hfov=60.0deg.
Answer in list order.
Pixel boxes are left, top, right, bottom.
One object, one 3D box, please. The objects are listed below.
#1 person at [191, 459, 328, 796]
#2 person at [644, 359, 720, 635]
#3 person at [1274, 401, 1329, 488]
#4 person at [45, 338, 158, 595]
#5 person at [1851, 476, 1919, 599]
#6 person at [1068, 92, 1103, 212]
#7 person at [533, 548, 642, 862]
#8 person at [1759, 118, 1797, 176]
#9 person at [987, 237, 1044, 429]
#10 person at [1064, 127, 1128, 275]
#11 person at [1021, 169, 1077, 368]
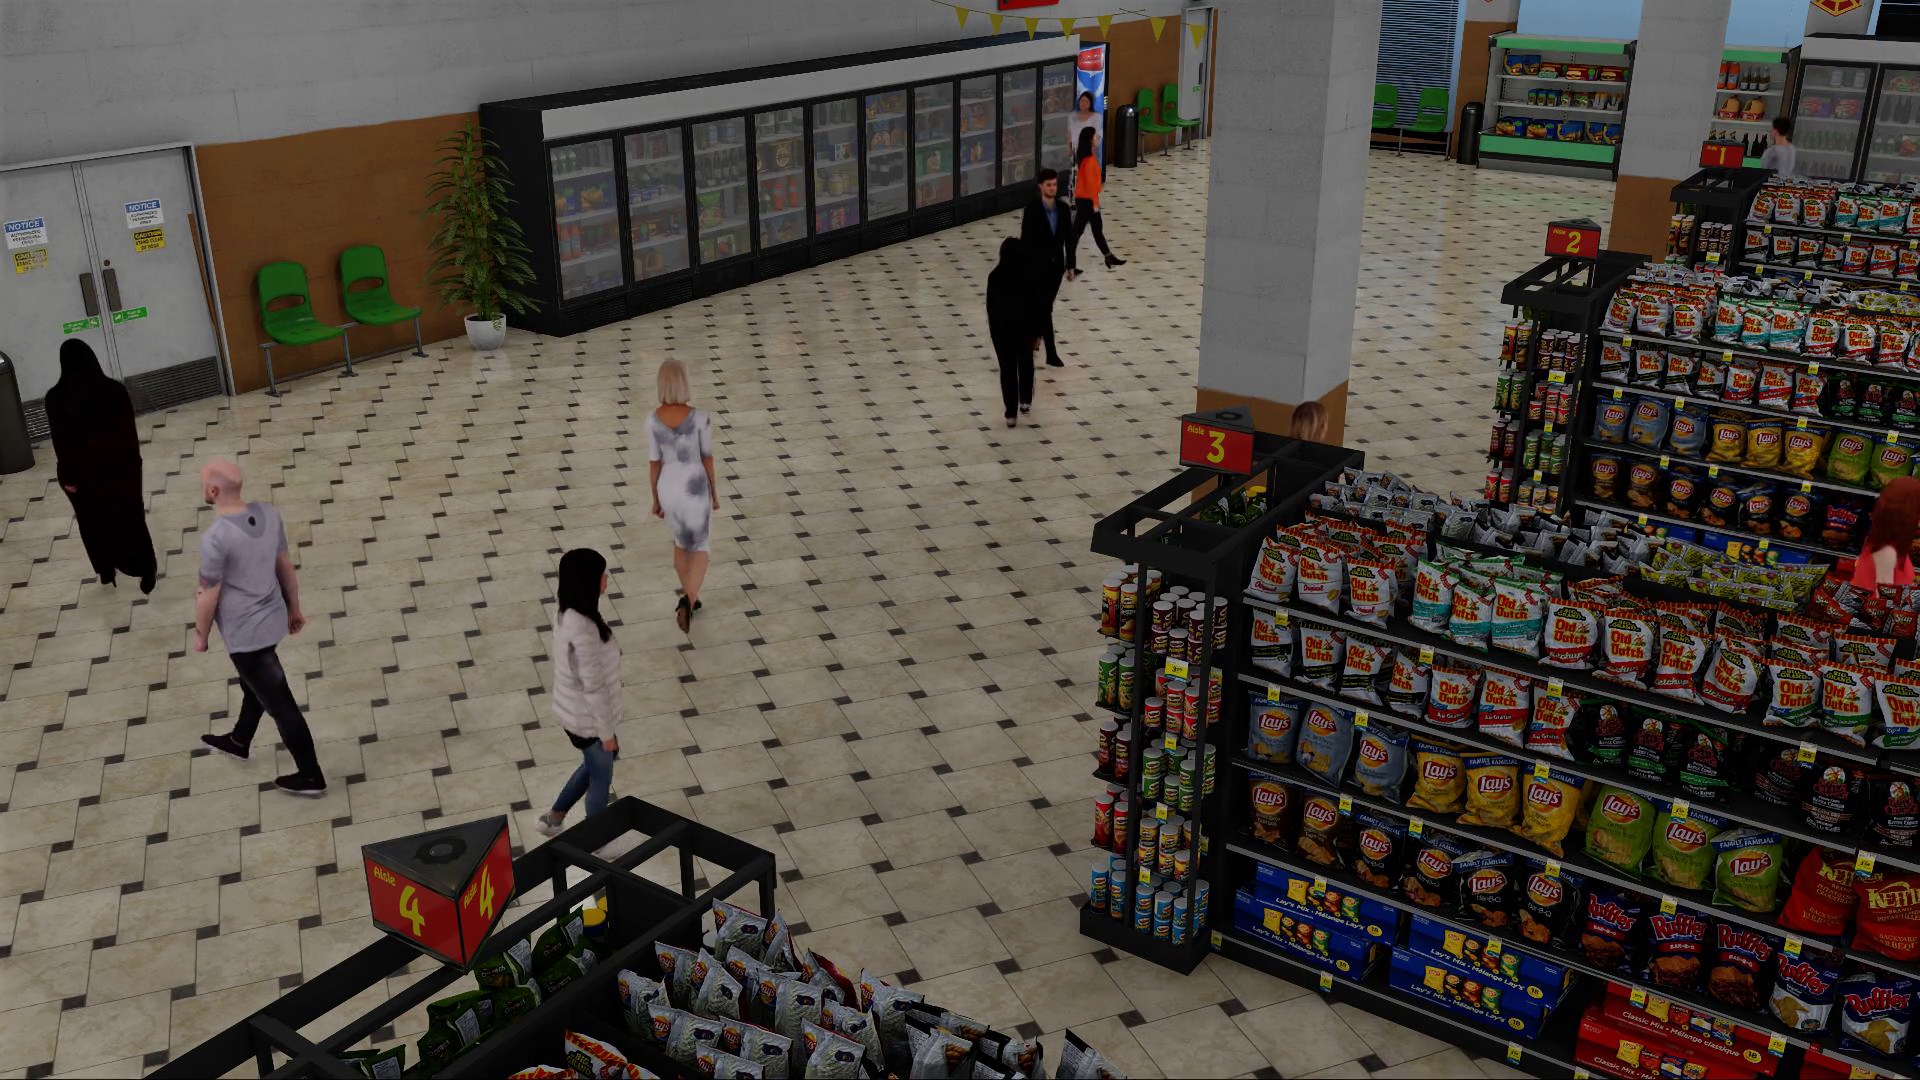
[{"bbox_3d":[-3.482,0.480,8.403,1.171,1.804,0.909,5,22,13],"label":"person"},{"bbox_3d":[-1.705,-0.233,10.279,0.997,1.728,0.922,2,22,5],"label":"person"},{"bbox_3d":[1.891,0.099,9.316,0.677,1.830,0.521,-17,28,-36],"label":"person"},{"bbox_3d":[-5.518,-0.421,10.739,0.846,1.734,1.094,-16,27,-35],"label":"person"},{"bbox_3d":[4.370,0.536,8.265,0.797,1.803,0.596,14,26,31],"label":"person"},{"bbox_3d":[1.765,-5.485,23.488,1.063,1.624,0.886,12,25,28],"label":"person"},{"bbox_3d":[-1.823,0.811,7.815,0.854,1.628,0.802,-11,24,-25],"label":"person"},{"bbox_3d":[9.575,-3.981,19.466,0.811,1.833,0.877,-12,25,-27],"label":"person"},{"bbox_3d":[0.469,-1.747,14.246,0.955,1.579,0.974,1,22,1],"label":"person"},{"bbox_3d":[1.400,-3.973,19.598,1.110,1.720,0.977,0,22,0],"label":"person"},{"bbox_3d":[0.802,-2.664,16.151,1.100,1.860,1.328,-10,24,-24],"label":"person"}]
